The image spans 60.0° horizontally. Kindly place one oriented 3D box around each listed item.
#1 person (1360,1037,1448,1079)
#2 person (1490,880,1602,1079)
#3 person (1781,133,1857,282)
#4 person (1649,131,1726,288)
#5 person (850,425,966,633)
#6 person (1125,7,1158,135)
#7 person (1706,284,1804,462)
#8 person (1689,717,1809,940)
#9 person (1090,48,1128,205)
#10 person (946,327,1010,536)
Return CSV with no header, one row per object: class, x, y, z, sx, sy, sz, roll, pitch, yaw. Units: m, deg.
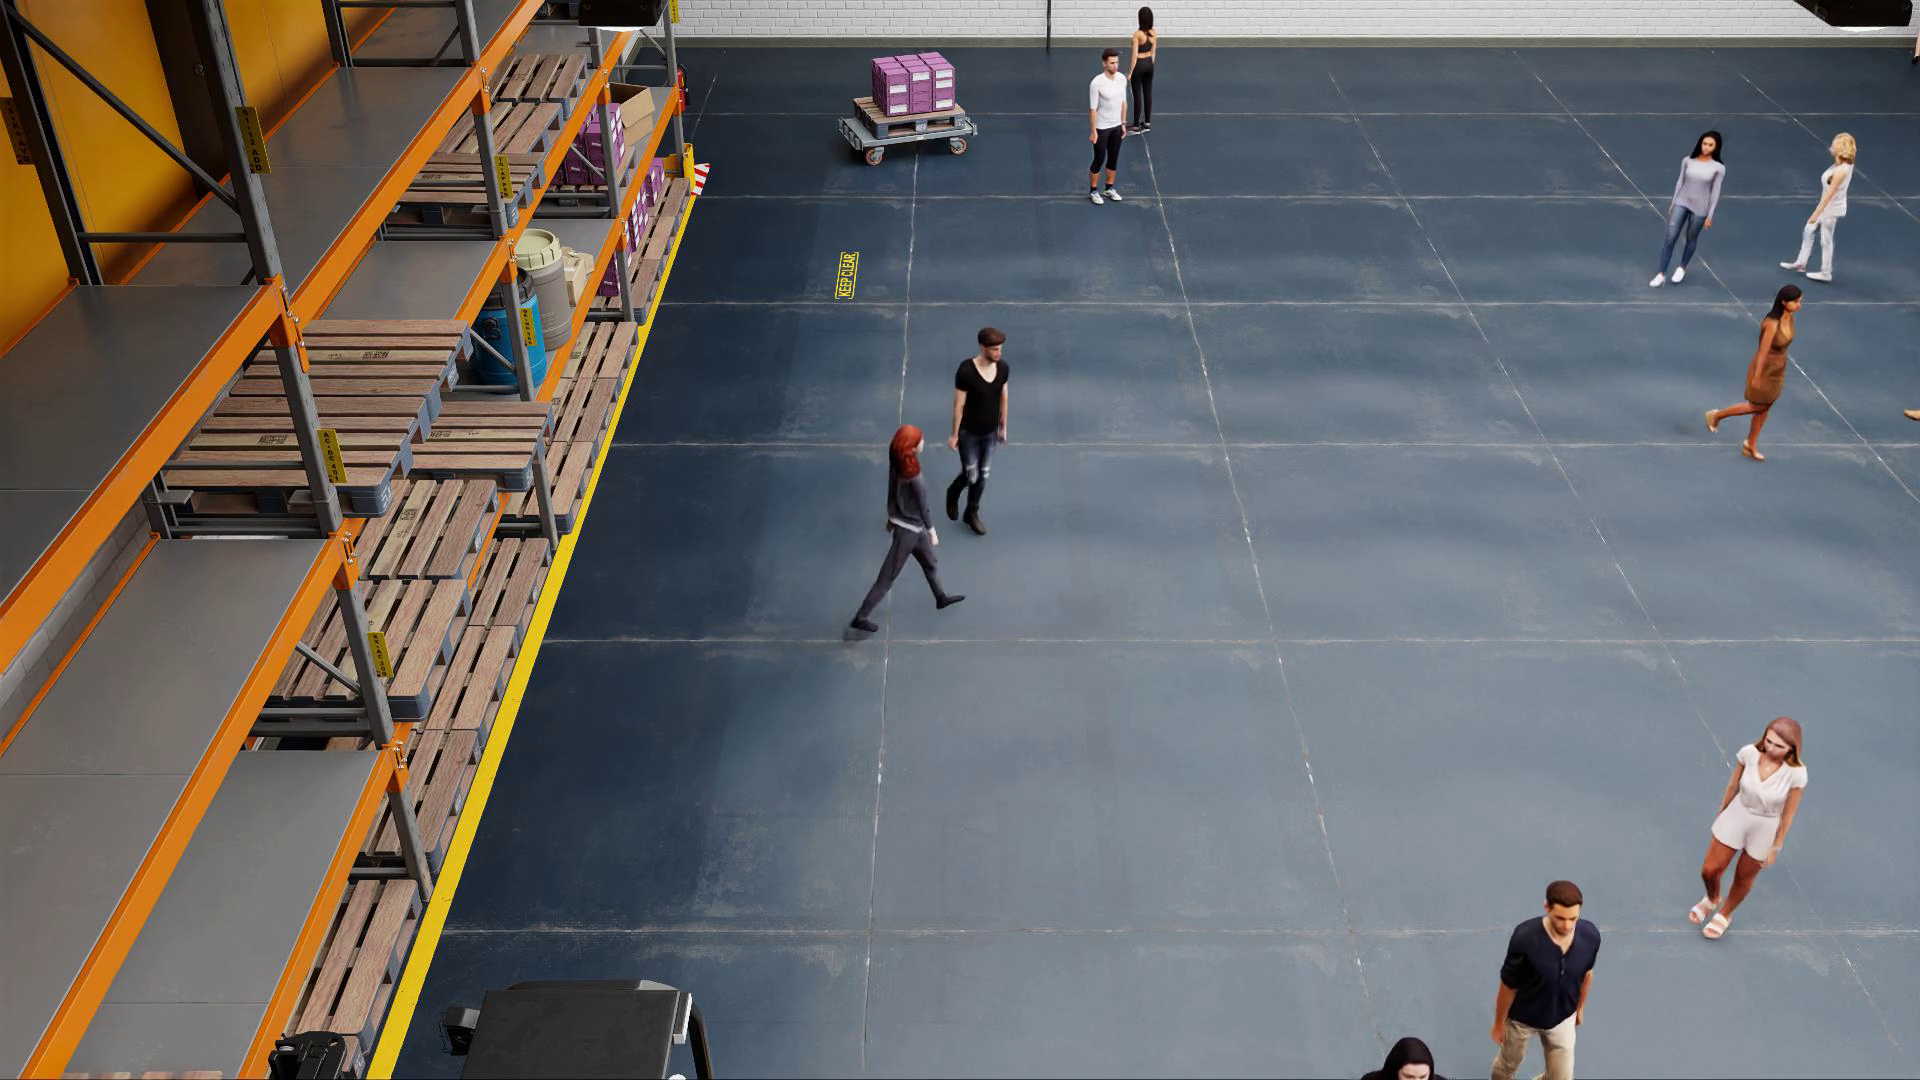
person,2.076,2.954,8.022,0.663,1.746,0.828,1,34,1
person,3.016,2.414,8.750,0.647,1.839,0.602,0,34,0
person,9.453,-3.537,17.878,0.875,1.645,0.846,20,38,27
person,7.904,-3.580,17.884,0.947,1.710,1.037,23,40,31
person,-0.479,-0.027,12.523,0.979,1.728,1.213,-14,36,-19
person,2.400,-6.177,21.852,0.629,1.644,0.647,-19,38,-26
person,7.103,-1.516,14.810,0.839,1.676,0.918,-26,41,-33
person,4.794,1.693,9.973,0.698,1.686,0.756,28,42,35
person,1.755,-4.940,19.806,0.740,1.848,0.749,-19,38,-26
person,0.102,-0.950,13.779,0.888,1.873,0.942,-14,36,-20
